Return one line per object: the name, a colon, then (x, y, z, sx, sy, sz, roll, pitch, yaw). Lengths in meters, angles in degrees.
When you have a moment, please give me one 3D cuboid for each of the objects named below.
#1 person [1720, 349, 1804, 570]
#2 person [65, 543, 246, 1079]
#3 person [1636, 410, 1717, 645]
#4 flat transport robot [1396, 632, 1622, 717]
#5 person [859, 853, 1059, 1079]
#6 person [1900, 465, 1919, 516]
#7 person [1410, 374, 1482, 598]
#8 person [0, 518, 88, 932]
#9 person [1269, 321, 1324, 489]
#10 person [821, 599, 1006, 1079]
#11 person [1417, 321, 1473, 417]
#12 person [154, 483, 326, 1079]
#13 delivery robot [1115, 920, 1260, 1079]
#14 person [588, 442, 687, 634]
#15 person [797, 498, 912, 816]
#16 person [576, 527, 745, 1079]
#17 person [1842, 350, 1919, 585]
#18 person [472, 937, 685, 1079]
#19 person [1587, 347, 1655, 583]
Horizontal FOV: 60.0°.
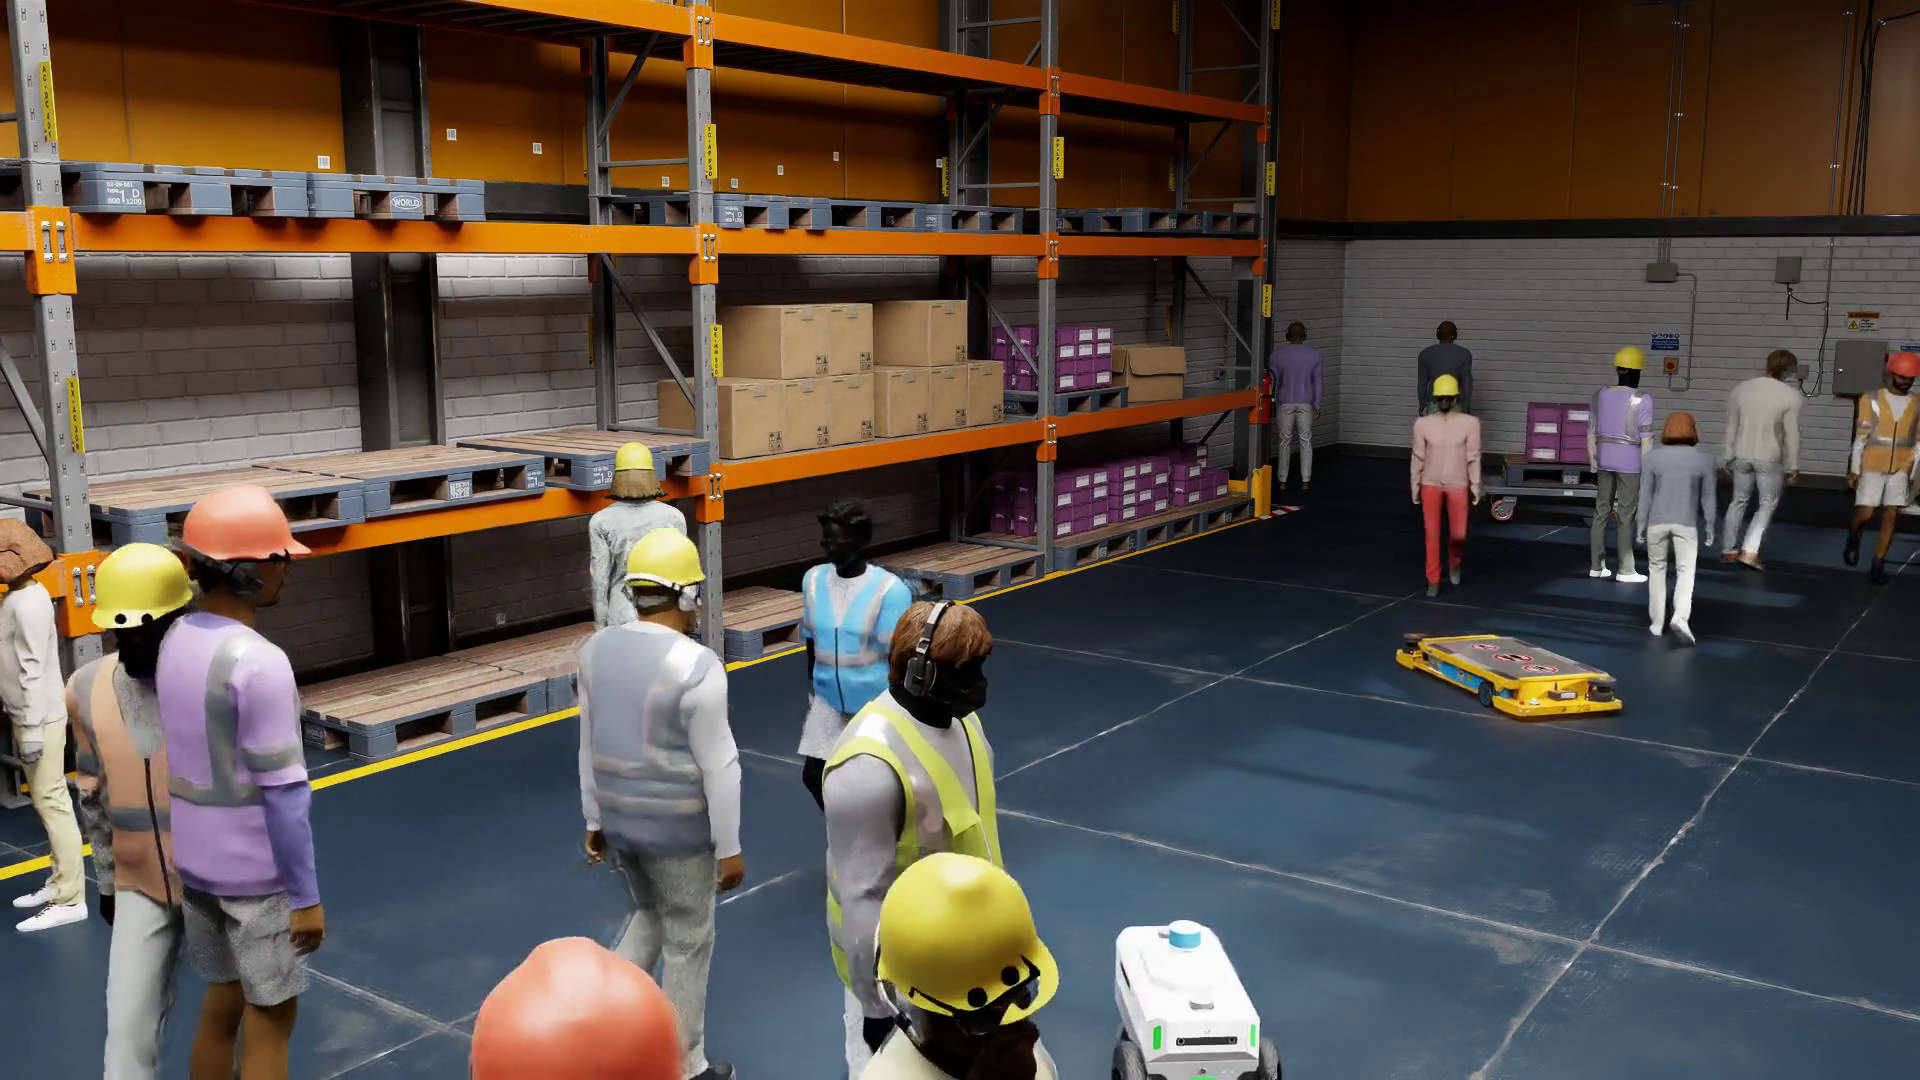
person: (6.790, -0.677, 14.141, 0.568, 1.898, 0.681, -6, 11, -33)
person: (-2.141, 0.943, 4.501, 0.606, 1.874, 0.950, 0, 10, -1)
person: (4.930, -0.085, 11.471, 0.513, 1.601, 0.637, 4, 10, 22)
flat transport robot: (3.319, 0.794, 10.169, 0.652, 0.197, 1.431, -3, 10, -15)
person: (-0.015, 1.311, 2.537, 0.666, 1.800, 0.603, 3, 10, 17)
person: (10.126, -1.111, 16.902, 0.559, 1.812, 0.970, -9, 13, -43)
person: (3.799, -0.429, 13.023, 0.547, 1.752, 0.440, 4, 10, 22)
person: (-3.674, 0.720, 6.587, 0.270, 1.627, 0.502, -6, 11, -33)
person: (3.854, -1.543, 19.134, 0.631, 1.940, 0.372, 1, 10, 5)
person: (-0.099, 1.042, 4.098, 0.430, 1.829, 0.623, 4, 10, 25)
person: (5.633, -1.577, 19.348, 0.627, 1.935, 0.371, 5, 11, 27)
person: (-1.905, 0.862, 4.500, 0.614, 2.041, 0.389, 8, 12, 39)
delivery robot: (0.700, 1.438, 5.214, 0.477, 0.478, 0.707, -1, 9, -4)
person: (-1.590, 0.382, 8.276, 0.484, 1.735, 0.309, -3, 10, -17)
person: (-0.416, 0.652, 6.789, 0.555, 1.673, 0.390, 5, 11, 26)
person: (-0.934, 0.872, 5.136, 0.596, 1.811, 0.479, 8, 13, 41)
person: (7.579, -0.606, 13.643, 0.576, 1.913, 0.620, 2, 10, 14)
person: (-0.361, 1.388, 1.759, 0.545, 1.912, 0.683, -3, 10, -16)
person: (5.414, -0.612, 13.621, 0.369, 1.927, 0.588, -7, 12, -35)
